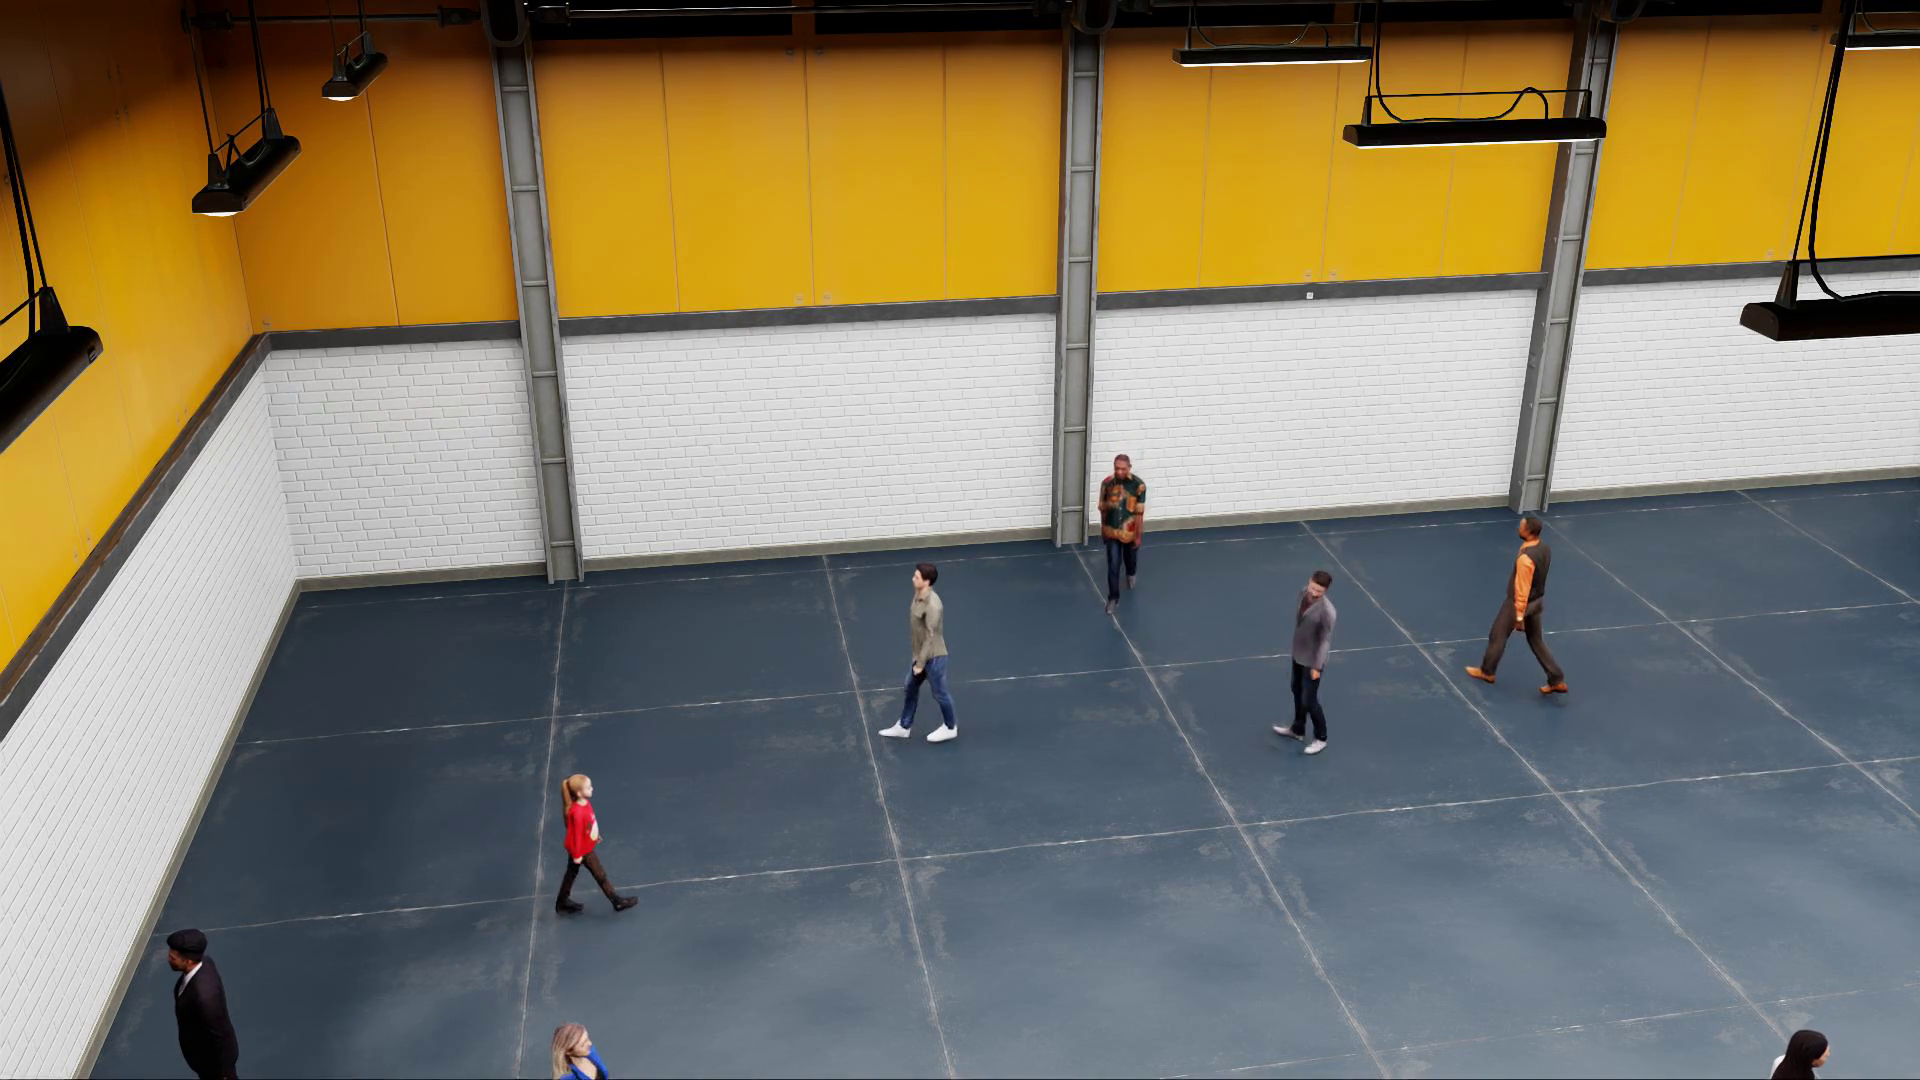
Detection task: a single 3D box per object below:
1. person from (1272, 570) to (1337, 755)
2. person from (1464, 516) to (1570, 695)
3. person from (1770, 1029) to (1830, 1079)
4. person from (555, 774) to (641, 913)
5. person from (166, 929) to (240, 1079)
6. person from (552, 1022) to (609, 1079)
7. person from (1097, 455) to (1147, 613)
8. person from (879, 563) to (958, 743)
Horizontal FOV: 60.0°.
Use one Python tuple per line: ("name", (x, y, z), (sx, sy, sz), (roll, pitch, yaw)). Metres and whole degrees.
("person", (3.236, 1.075, 15.534), (0.621, 1.852, 0.746), (1, 24, 2))
("person", (5.673, 0.686, 16.406), (1.310, 1.866, 1.243), (-22, 32, -40))
("person", (4.807, 3.619, 9.770), (0.570, 1.807, 0.634), (-1, 24, -2))
("person", (-3.051, 2.441, 13.167), (0.878, 1.246, 0.496), (-4, 24, -9))
("person", (-4.712, 3.242, 10.540), (0.676, 1.881, 0.764), (-12, 26, -26))
("person", (-2.345, 3.583, 10.002), (0.739, 1.688, 0.708), (0, 24, 1))
("person", (1.815, -0.126, 18.369), (1.105, 1.783, 0.995), (5, 24, 12))
("person", (-0.195, 1.072, 15.561), (1.020, 1.835, 0.805), (-9, 25, -19))
